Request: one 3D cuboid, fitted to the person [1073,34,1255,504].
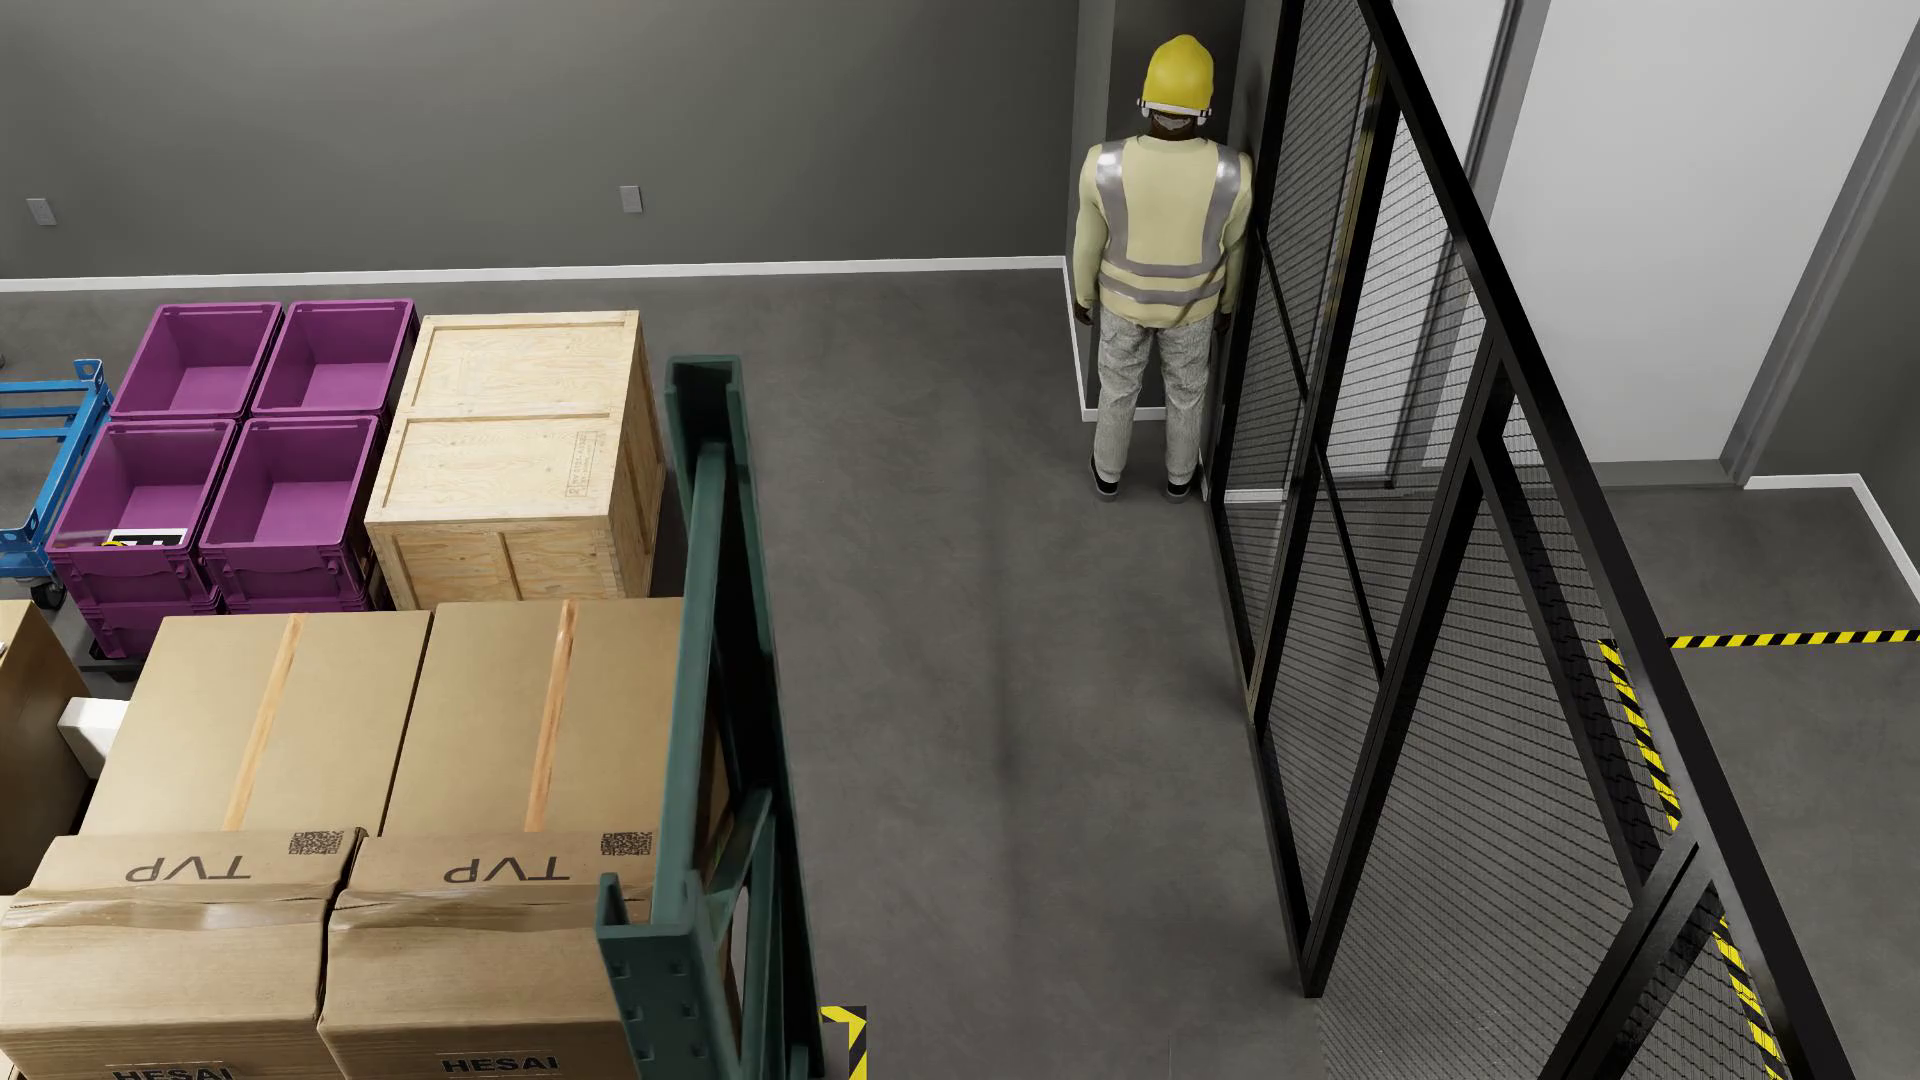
[{"bbox_3d":[0.674,-0.859,5.647,0.588,1.835,0.403,4,46,4],"label":"person"}]

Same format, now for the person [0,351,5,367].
[{"bbox_3d":[-4.038,-1.271,5.972,0.373,1.937,0.628,-3,46,-3],"label":"person"}]
